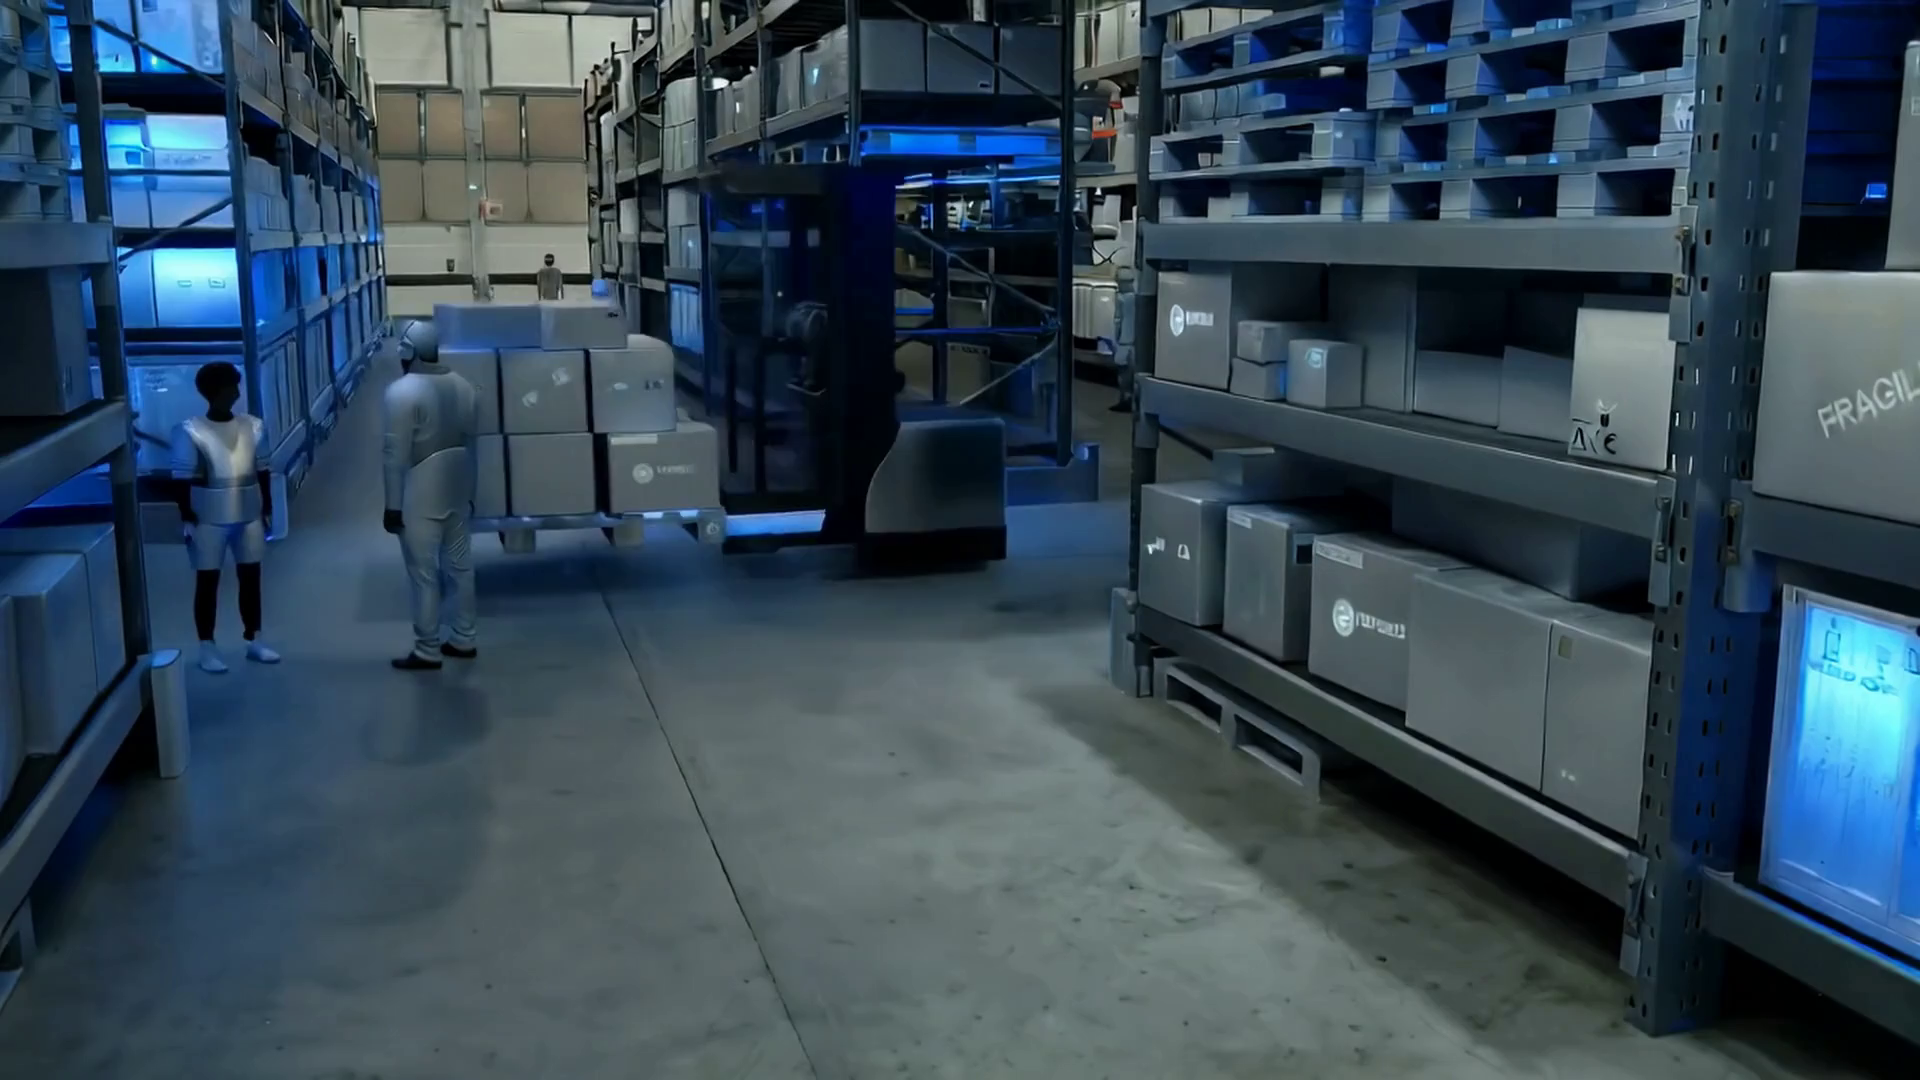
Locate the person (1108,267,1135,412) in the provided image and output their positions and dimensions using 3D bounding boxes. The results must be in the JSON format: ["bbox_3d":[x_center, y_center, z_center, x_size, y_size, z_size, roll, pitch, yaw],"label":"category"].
[{"bbox_3d":[2.218,-2.701,22.461,0.358,1.936,0.552,8,13,38],"label":"person"}]

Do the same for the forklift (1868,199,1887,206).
[{"bbox_3d":[11.338,-2.915,21.052,1.129,2.768,1.873,-3,11,-17],"label":"forklift"}]

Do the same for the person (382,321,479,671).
[{"bbox_3d":[-2.910,-0.243,9.107,0.399,1.900,0.645,5,11,24],"label":"person"}]

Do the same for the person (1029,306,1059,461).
[{"bbox_3d":[0.921,-1.647,17.551,0.288,1.626,0.497,-7,12,-33],"label":"person"}]

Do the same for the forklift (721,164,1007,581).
[{"bbox_3d":[-0.693,-1.221,11.765,1.873,2.768,1.129,-3,11,-18],"label":"forklift"}]

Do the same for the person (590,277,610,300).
[{"bbox_3d":[-4.784,-2.583,22.139,0.610,1.818,0.555,-4,11,-21],"label":"person"}]

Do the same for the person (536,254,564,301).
[{"bbox_3d":[-9.721,-5.809,39.467,0.630,1.958,0.963,-1,10,-7],"label":"person"}]

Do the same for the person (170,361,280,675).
[{"bbox_3d":[-3.968,-0.123,9.004,0.318,1.691,0.536,9,14,41],"label":"person"}]
